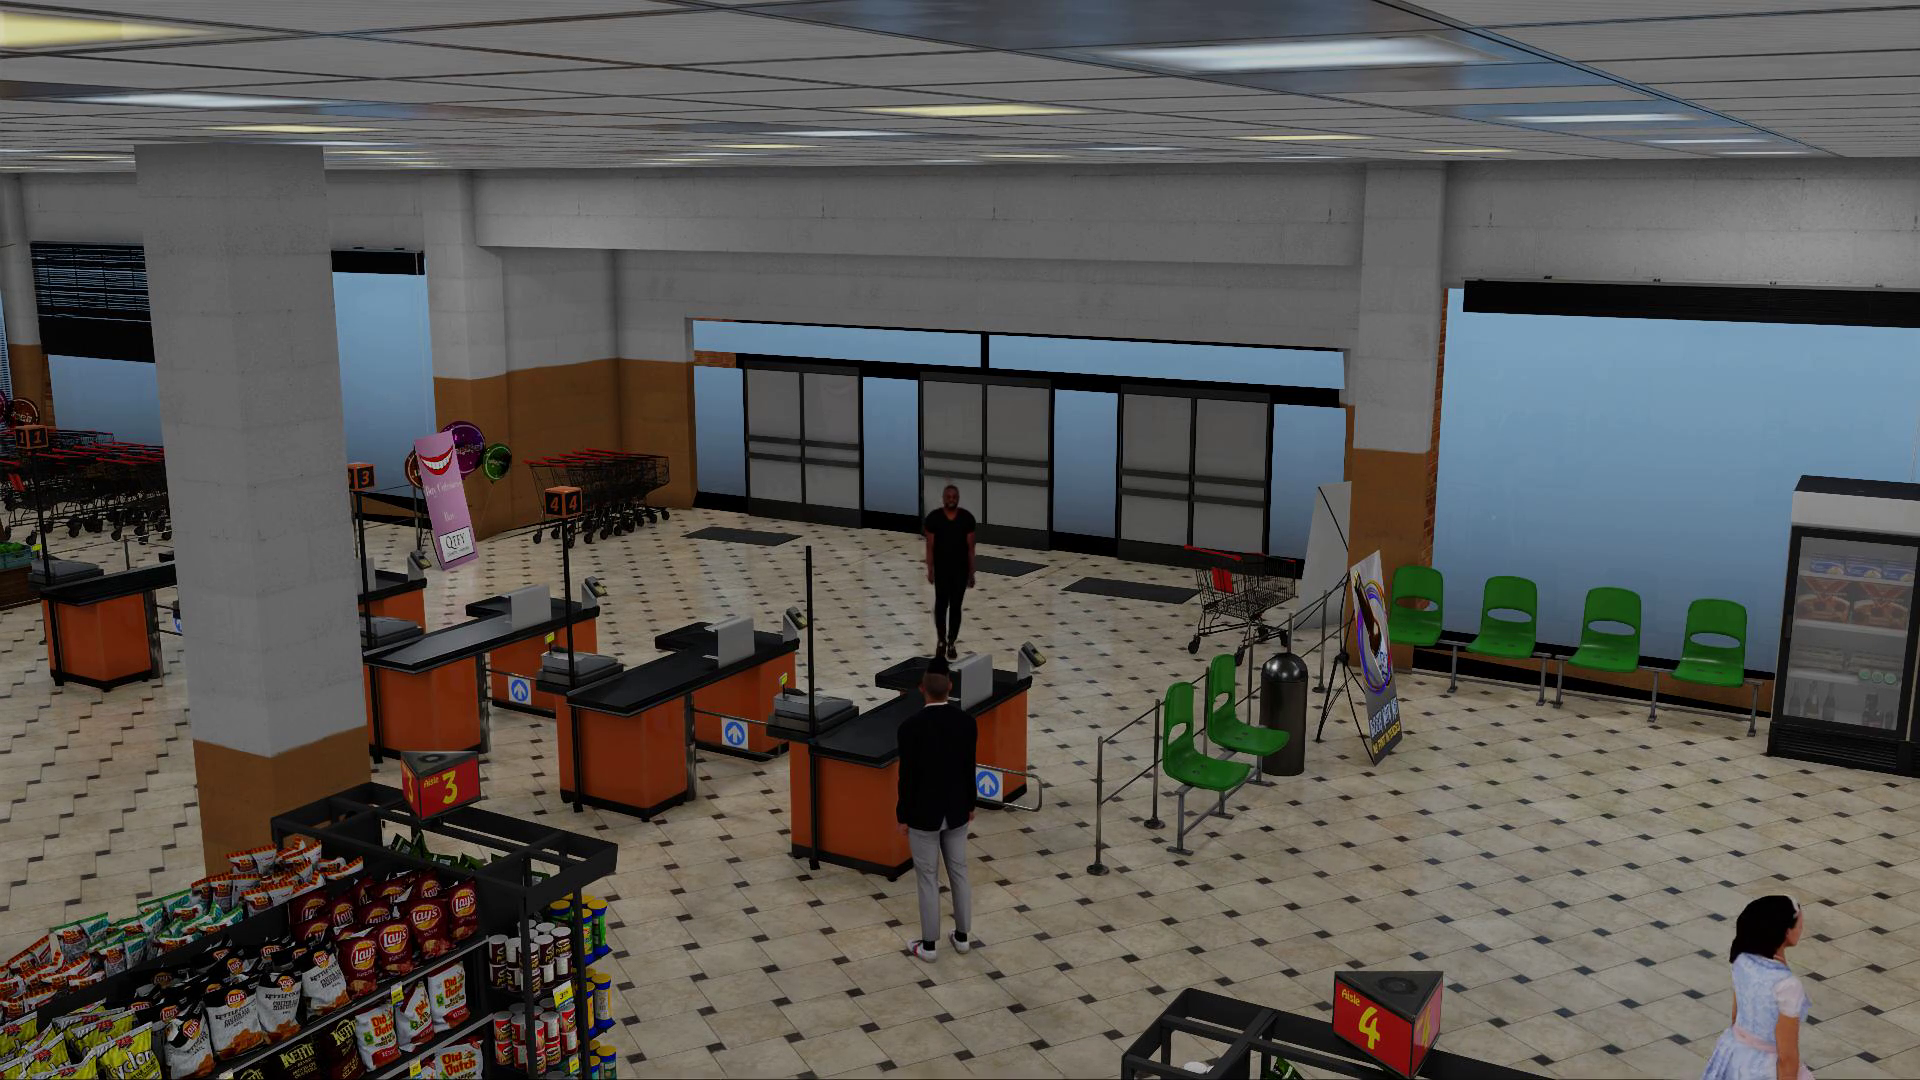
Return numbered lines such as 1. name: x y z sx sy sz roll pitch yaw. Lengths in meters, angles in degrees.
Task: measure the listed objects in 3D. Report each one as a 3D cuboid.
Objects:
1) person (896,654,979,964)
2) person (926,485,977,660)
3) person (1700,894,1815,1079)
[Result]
1. person: -0.129 1.653 10.346 0.748 1.959 0.858 -6 13 -25
2. person: -0.096 0.311 17.084 0.804 1.808 0.843 -1 12 -5
3. person: 3.364 2.400 7.169 0.960 1.806 0.902 -3 12 -13
